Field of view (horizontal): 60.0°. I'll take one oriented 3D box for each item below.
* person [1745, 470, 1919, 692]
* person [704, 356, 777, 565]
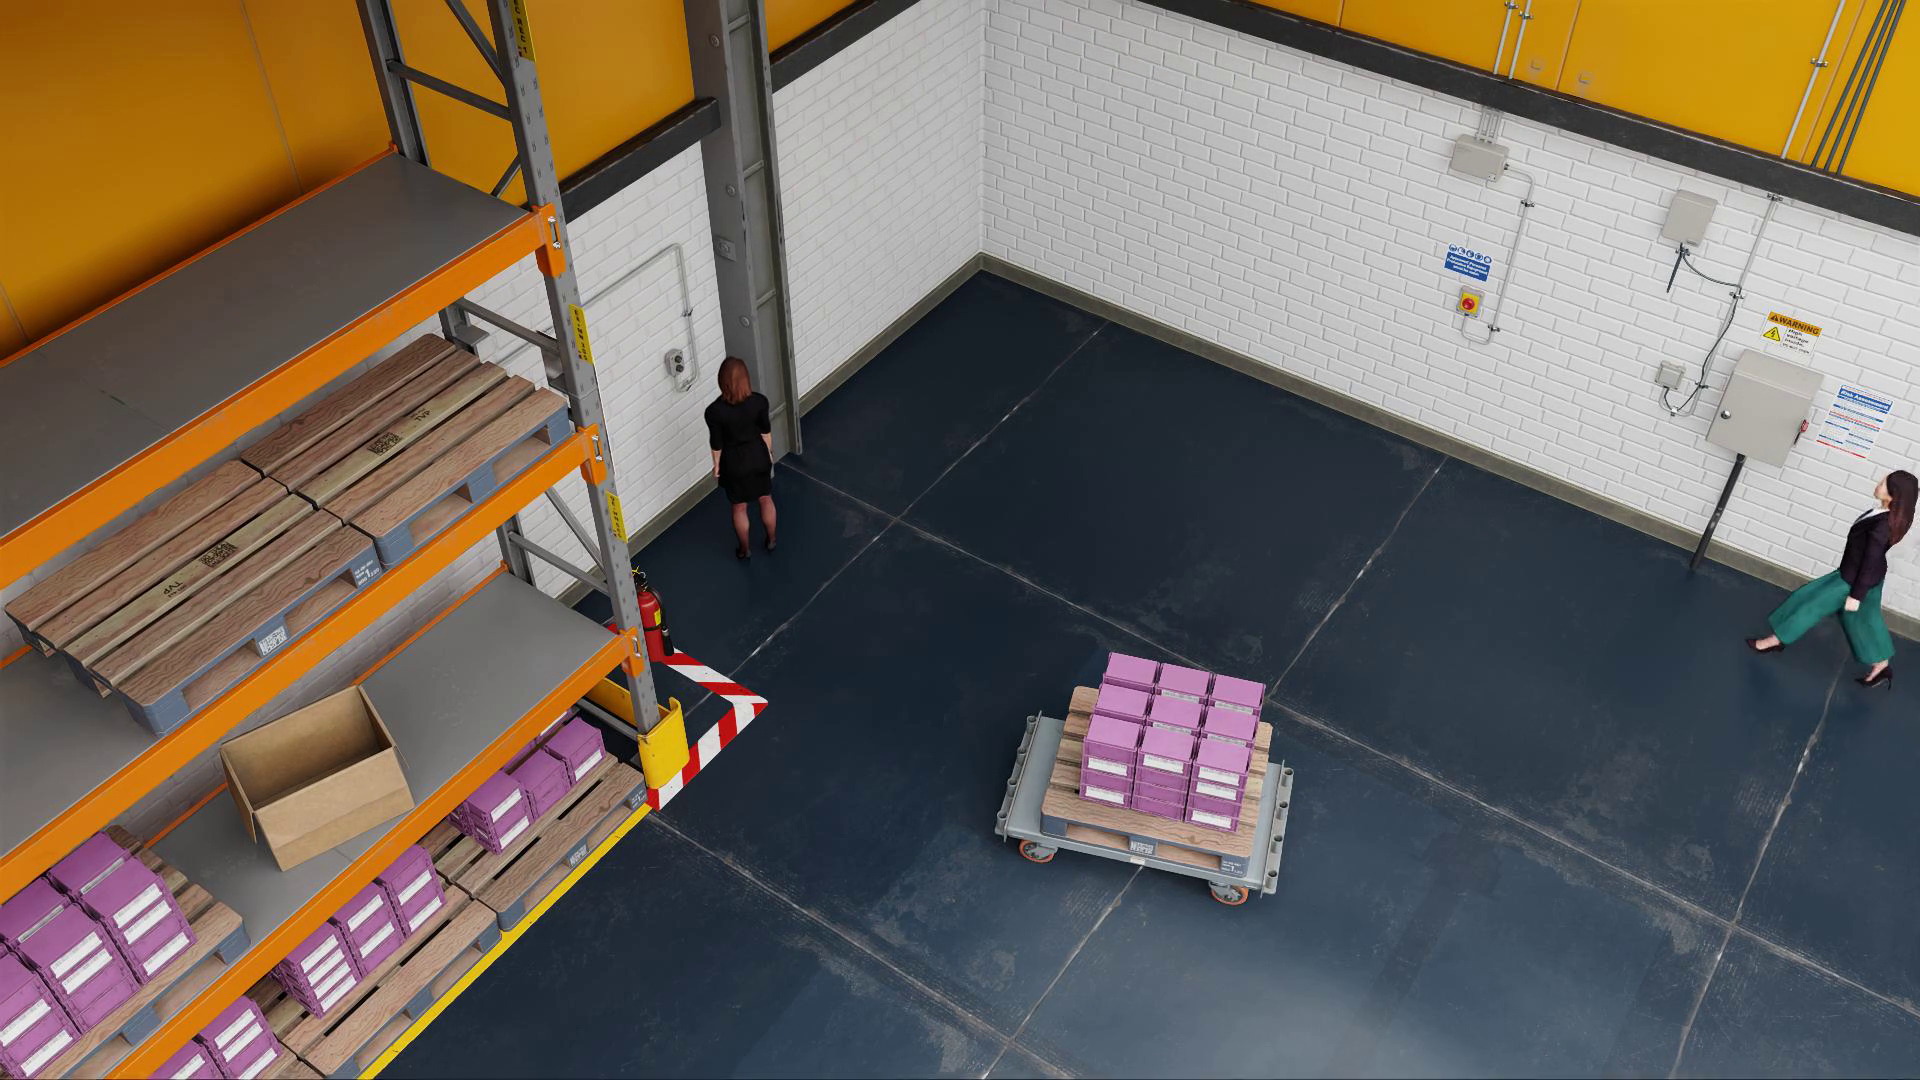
[{"bbox_3d":[5.678,0.297,10.372,0.744,1.697,1.072,30,51,28],"label":"person"},{"bbox_3d":[-1.455,-0.523,11.227,0.605,1.705,0.718,-17,46,-17],"label":"person"}]
